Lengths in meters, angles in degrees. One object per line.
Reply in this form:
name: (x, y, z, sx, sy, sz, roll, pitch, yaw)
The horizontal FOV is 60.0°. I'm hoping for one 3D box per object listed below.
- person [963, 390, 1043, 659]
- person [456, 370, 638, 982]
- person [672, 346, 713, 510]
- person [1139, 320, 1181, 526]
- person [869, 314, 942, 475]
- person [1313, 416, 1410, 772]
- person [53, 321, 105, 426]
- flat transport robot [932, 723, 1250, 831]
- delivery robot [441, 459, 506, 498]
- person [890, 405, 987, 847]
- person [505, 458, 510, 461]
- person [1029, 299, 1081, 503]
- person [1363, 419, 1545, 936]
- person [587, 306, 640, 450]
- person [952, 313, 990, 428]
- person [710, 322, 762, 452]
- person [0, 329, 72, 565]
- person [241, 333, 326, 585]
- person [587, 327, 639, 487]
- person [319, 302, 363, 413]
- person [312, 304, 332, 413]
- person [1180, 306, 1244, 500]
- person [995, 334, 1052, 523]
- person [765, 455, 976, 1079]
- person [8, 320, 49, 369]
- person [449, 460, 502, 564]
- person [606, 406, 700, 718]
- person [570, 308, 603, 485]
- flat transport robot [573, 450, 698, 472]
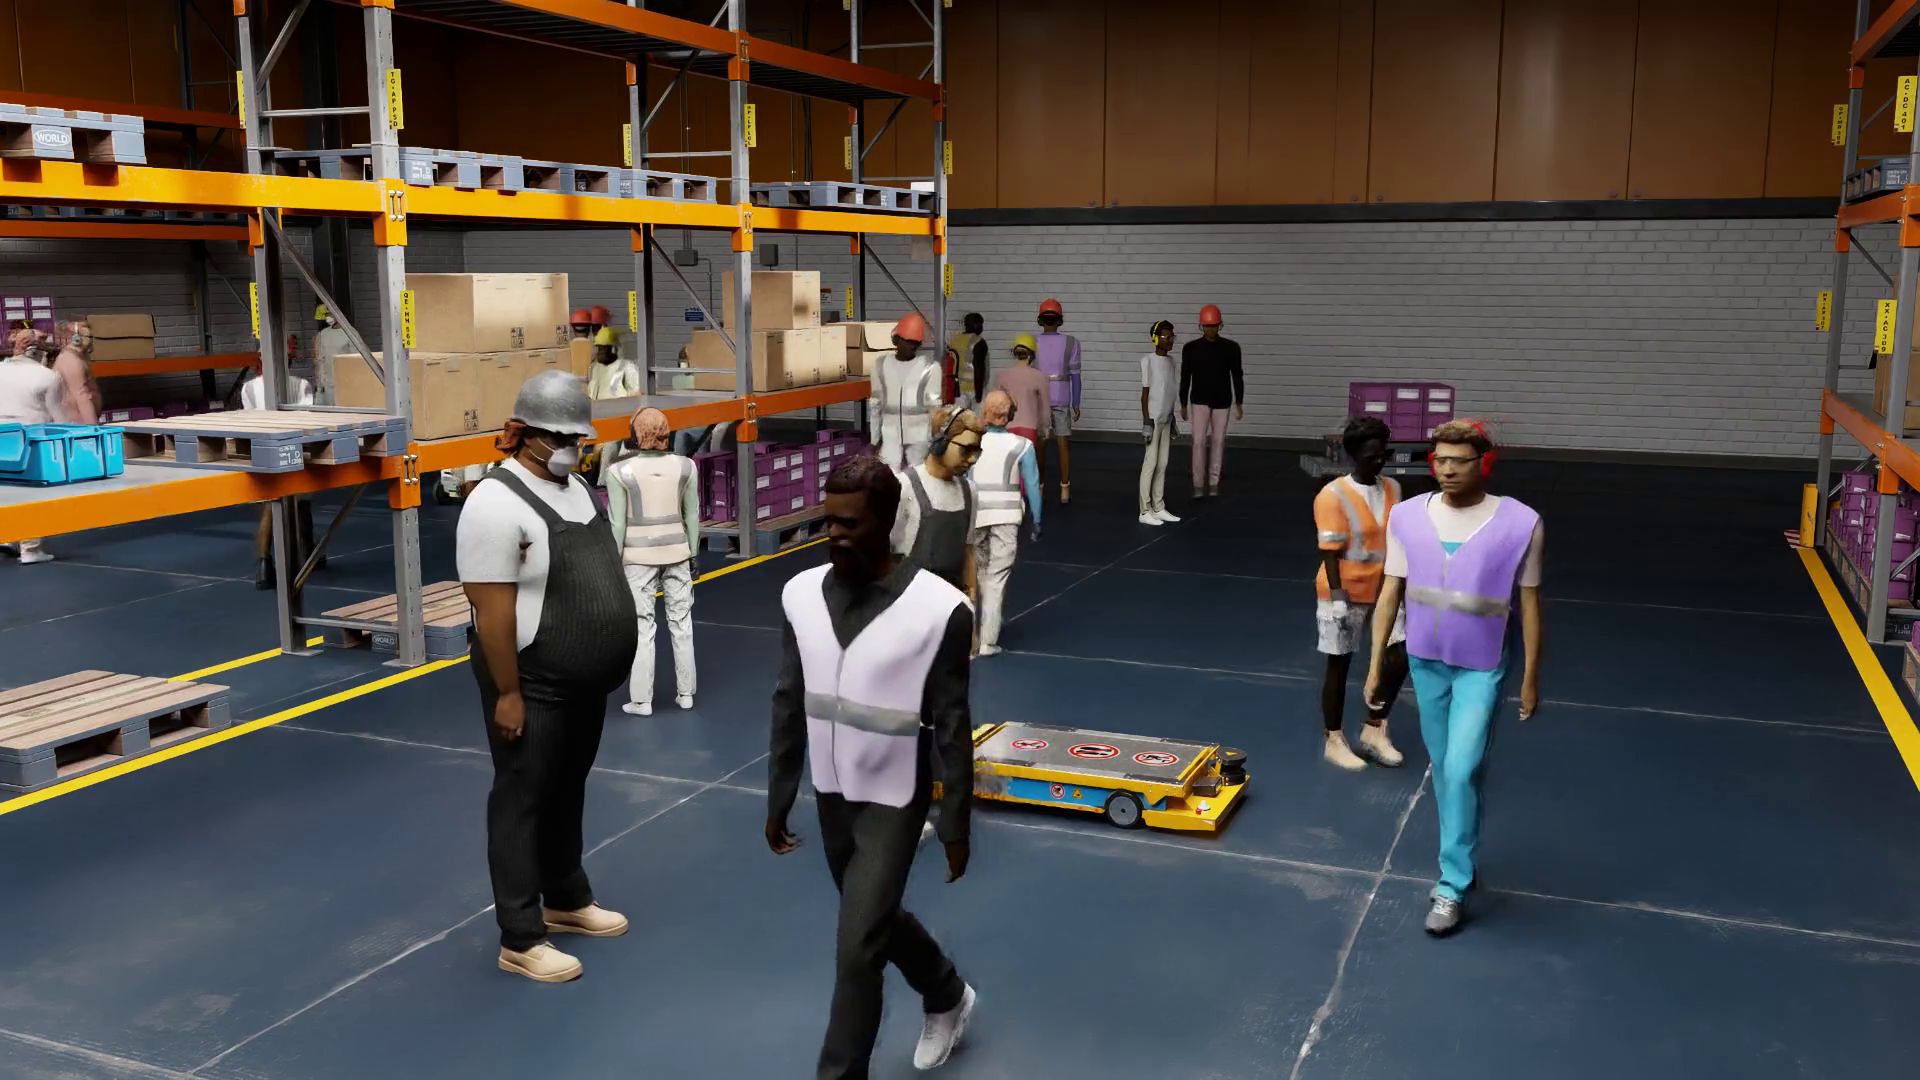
person: (0.256, -0.116, 10.232, 0.548, 1.599, 0.802, 4, 10, 22)
person: (-1.351, 0.430, 5.637, 0.536, 2.000, 0.681, 3, 10, 15)
person: (-2.559, -1.093, 16.196, 0.507, 1.605, 0.795, 5, 11, 29)
person: (1.843, -1.076, 15.280, 0.329, 1.872, 0.507, 8, 12, 38)
person: (-0.467, -0.836, 13.500, 0.631, 1.972, 1.064, 2, 10, 11)
person: (1.883, 0.265, 7.716, 0.546, 1.680, 0.462, -5, 11, -29)
person: (-7.872, -1.043, 15.105, 0.968, 1.859, 0.678, -5, 11, -29)
flat transport robot: (0.512, 1.023, 7.392, 1.431, 0.197, 0.652, 4, 10, 22)
delivery robot: (-4.833, -0.675, 16.540, 0.477, 0.478, 0.707, 3, 10, 20)
person: (-0.144, 0.354, 6.818, 0.514, 1.804, 0.595, 8, 13, 42)
person: (-4.446, -1.387, 17.184, 0.653, 1.866, 0.583, -3, 10, -17)
person: (0.900, -1.386, 16.644, 0.614, 2.038, 0.395, 0, 9, -2)
person: (1.739, 0.480, 5.997, 0.582, 1.814, 0.768, 7, 12, 38)
person: (-4.075, -1.820, 19.665, 0.642, 1.929, 1.077, 7, 12, 36)
person: (0.165, -1.887, 20.429, 0.875, 1.803, 0.645, -6, 11, -32)
person: (-2.400, -1.414, 17.583, 0.622, 1.796, 0.939, 7, 11, 35)
person: (-7.360, -0.731, 13.199, 0.667, 1.874, 0.421, 2, 10, 13)
person: (-5.116, -0.622, 12.532, 0.552, 1.874, 1.036, 0, 9, -3)
person: (-3.366, -1.168, 16.117, 0.609, 1.784, 0.965, 7, 11, 35)
person: (-7.409, -1.877, 19.925, 0.628, 1.940, 0.377, 4, 10, 24)
person: (-7.631, -1.888, 20.072, 0.623, 1.905, 0.609, 4, 10, 22)
person: (2.553, -1.380, 16.836, 0.635, 1.950, 0.922, 1, 9, 5)
person: (0.595, -1.026, 15.394, 0.527, 1.730, 0.836, 4, 10, 25)
person: (-0.224, 0.688, 4.580, 0.606, 1.881, 0.968, 6, 11, 34)
person: (-8.958, -1.163, 15.877, 0.562, 1.841, 0.796, 5, 11, 27)
person: (-3.954, -0.798, 13.510, 0.553, 1.908, 0.893, 2, 10, 11)
person: (-1.601, 0.118, 8.742, 0.511, 1.640, 0.308, -6, 11, -31)
person: (-3.960, -1.476, 17.540, 0.594, 1.922, 0.416, 0, 9, 0)
flat transport robot: (-3.658, -0.890, 18.983, 1.431, 0.197, 0.652, 4, 10, 22)
